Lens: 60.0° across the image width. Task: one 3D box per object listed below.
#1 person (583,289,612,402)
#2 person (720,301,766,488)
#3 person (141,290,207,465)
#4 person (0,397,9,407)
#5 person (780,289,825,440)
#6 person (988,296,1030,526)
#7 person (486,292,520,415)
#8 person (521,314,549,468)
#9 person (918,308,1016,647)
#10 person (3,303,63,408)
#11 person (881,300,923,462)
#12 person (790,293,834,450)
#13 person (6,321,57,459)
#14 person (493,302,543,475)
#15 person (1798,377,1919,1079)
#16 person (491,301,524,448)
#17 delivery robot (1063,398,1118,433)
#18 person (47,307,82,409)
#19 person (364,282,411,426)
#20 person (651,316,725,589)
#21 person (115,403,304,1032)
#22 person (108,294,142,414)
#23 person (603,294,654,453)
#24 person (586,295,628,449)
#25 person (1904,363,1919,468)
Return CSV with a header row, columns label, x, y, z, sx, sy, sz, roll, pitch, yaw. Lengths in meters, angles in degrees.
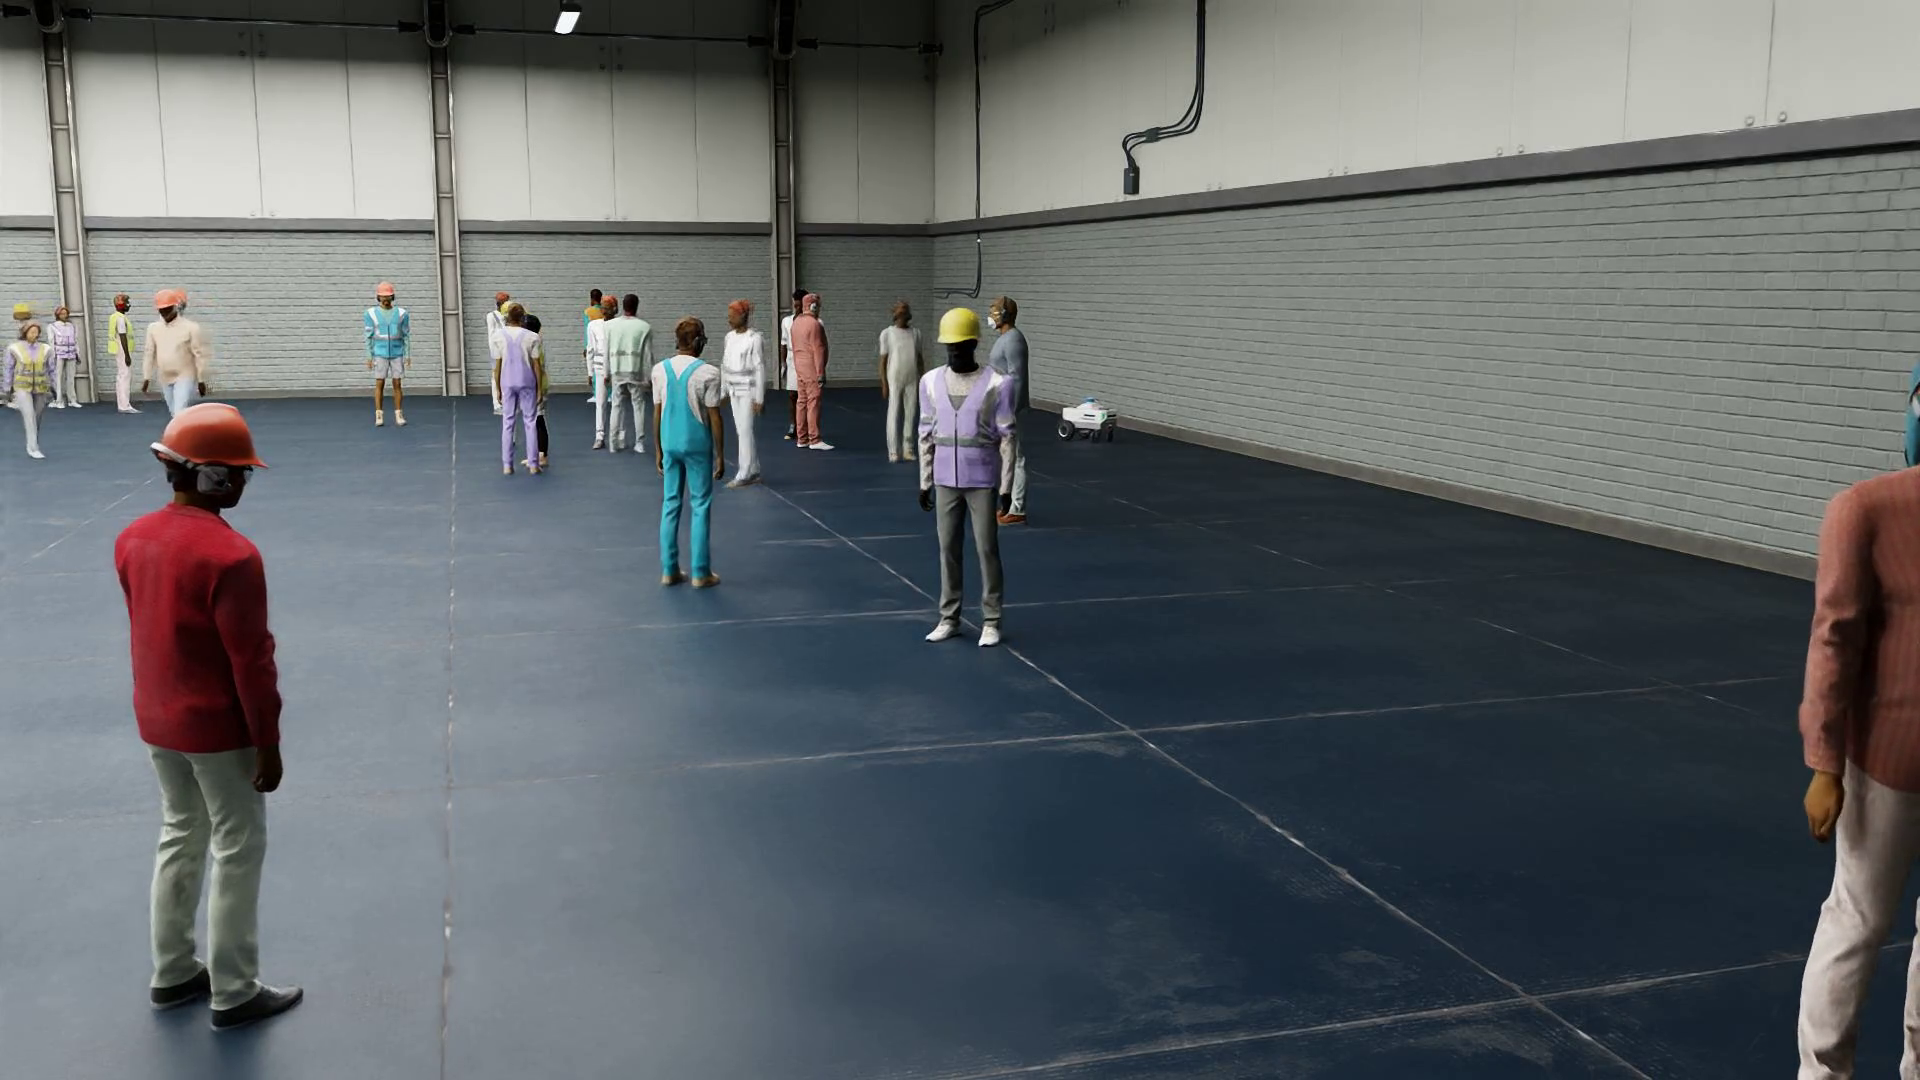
label,x,y,z,sx,sy,sz,roll,pitch,yaw
person,-6.108,-3.287,28.170,0.375,1.915,0.598,8,12,40
person,-2.168,-1.449,16.720,0.736,1.873,0.587,-8,12,-41
person,-8.655,-1.743,18.203,0.591,1.944,0.939,2,9,10
person,-15.774,-3.023,26.708,0.952,1.839,0.596,3,10,20
person,-2.040,-2.261,21.534,0.609,1.948,0.384,3,9,19
person,0.411,-1.085,14.055,0.356,1.938,0.633,-1,9,-4
person,-7.043,-2.875,25.648,0.355,1.885,0.575,3,9,19
person,-4.706,-1.638,18.349,0.321,1.697,0.529,-3,10,-21
person,0.024,-0.348,9.431,0.590,1.918,0.401,4,10,23
person,-15.032,-2.979,26.916,0.872,1.703,0.496,-1,9,-4
person,-0.648,-1.803,18.969,0.512,1.850,0.387,-3,10,-21
person,-1.803,-2.052,20.330,0.409,1.908,0.639,-6,11,-33
person,-10.912,-1.768,19.515,0.765,1.601,0.527,9,12,44
person,-4.700,-1.606,17.724,0.502,1.837,0.348,-1,9,-3
person,2.215,0.502,3.759,0.622,1.990,0.402,-1,9,-5
person,-5.440,-2.016,20.378,0.608,1.816,0.597,-6,11,-32
delivery robot,1.670,-1.582,21.327,0.707,0.478,0.477,8,12,42
person,-14.451,-2.941,26.840,0.313,1.642,0.513,5,10,27
person,-8.094,-2.630,23.578,0.609,2.043,0.397,-4,10,-26
person,-1.821,-0.583,11.194,0.517,1.836,0.348,3,9,17
person,-2.080,0.489,4.649,0.577,1.737,0.354,6,10,31
person,-12.932,-2.862,25.682,0.377,1.844,0.570,-6,11,-34
person,-3.959,-1.986,19.914,0.604,1.901,0.447,0,9,2
person,-4.281,-2.049,20.371,0.572,1.886,0.355,-1,9,-5
person,5.763,-0.407,9.550,0.612,1.995,0.377,7,11,37
